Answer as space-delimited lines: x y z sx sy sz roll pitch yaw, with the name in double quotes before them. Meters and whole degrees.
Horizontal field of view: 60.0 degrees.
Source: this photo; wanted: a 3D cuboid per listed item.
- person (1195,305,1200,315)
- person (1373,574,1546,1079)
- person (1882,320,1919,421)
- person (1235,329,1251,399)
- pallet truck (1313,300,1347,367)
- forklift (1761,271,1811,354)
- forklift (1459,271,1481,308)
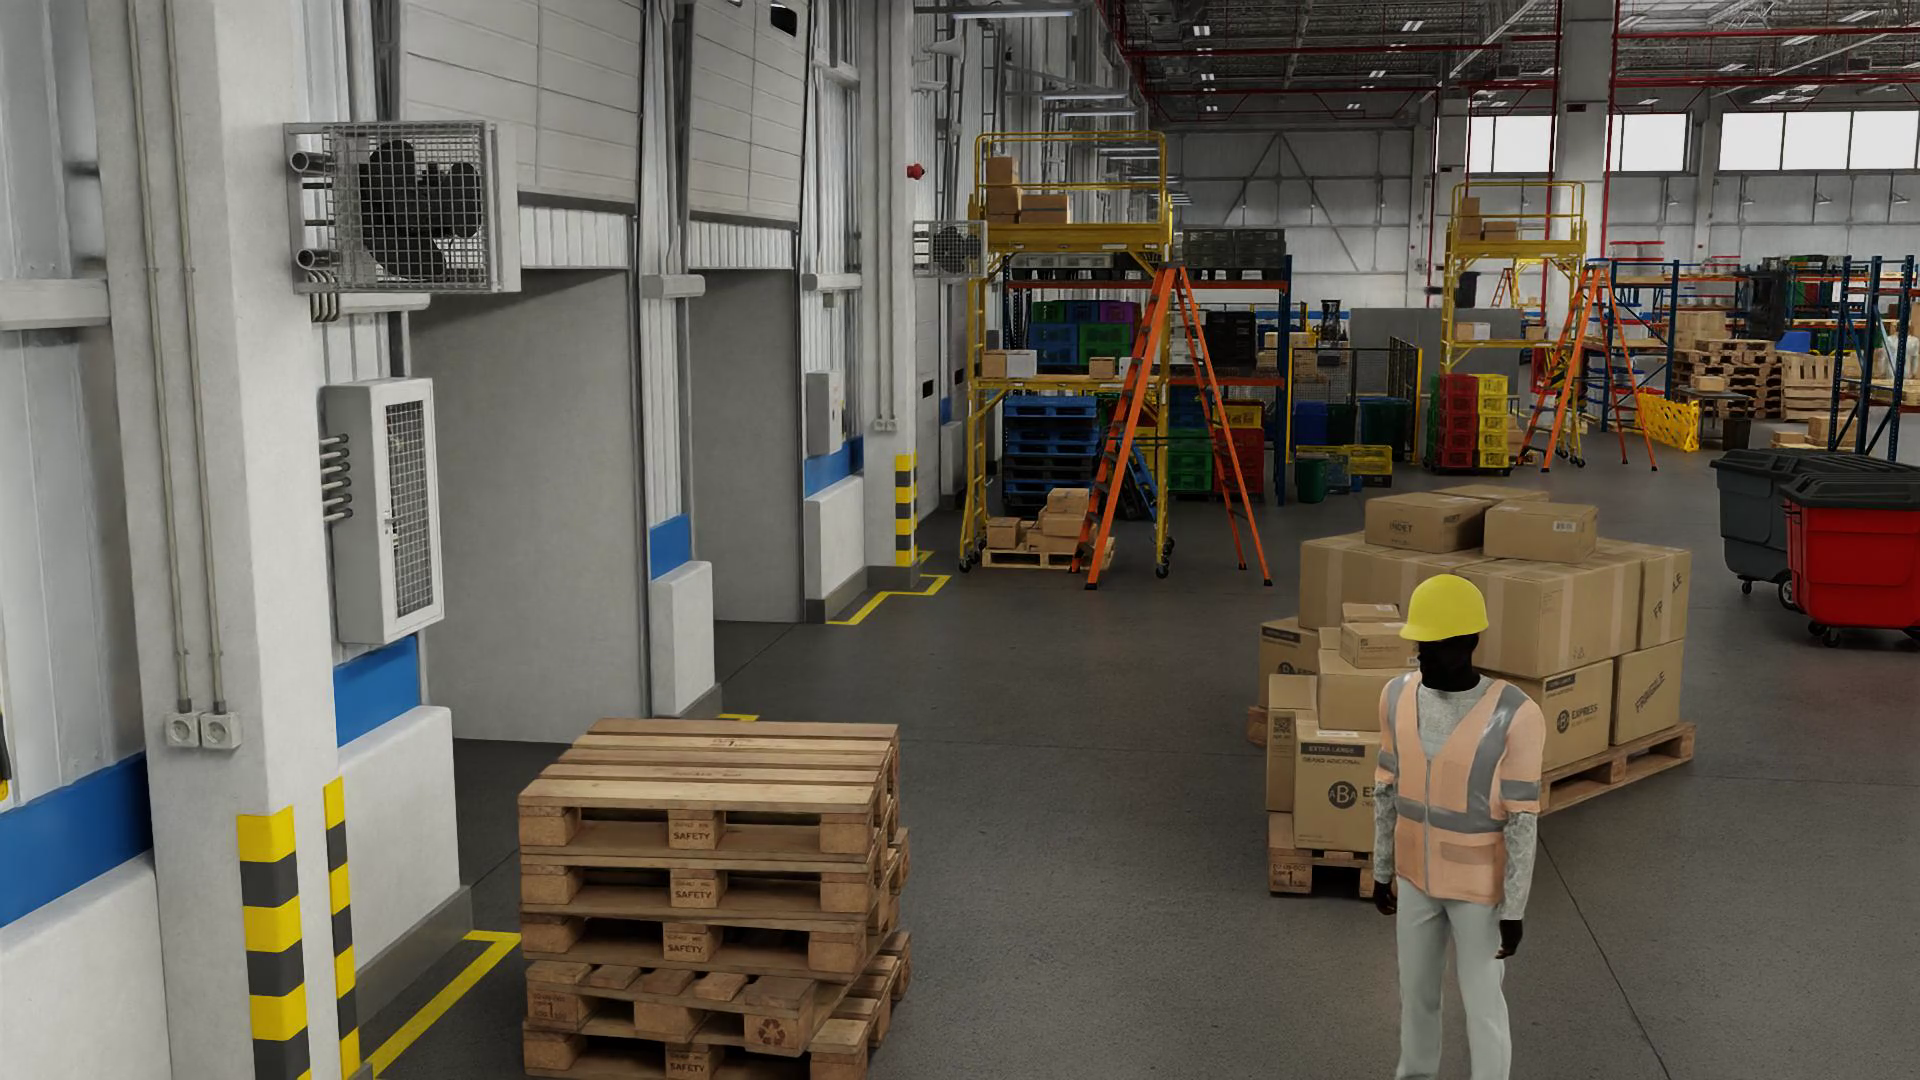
"person" 6.240 -5.302 44.412 0.390 1.927 0.546 8 12 40
"person" 1.531 1.053 5.241 0.393 1.921 0.586 -8 12 -39
"person" 17.761 -3.201 31.459 0.633 1.920 0.483 2 10 14
"person" 5.931 -3.584 34.719 0.520 1.632 0.311 9 13 43
"pallet truck" 11.159 -6.200 49.718 0.823 1.965 1.885 4 10 26
"forklift" 23.501 -6.372 48.065 1.873 2.768 1.129 0 9 -2
"forklift" 12.710 -5.341 41.705 1.873 2.768 1.129 1 9 9
